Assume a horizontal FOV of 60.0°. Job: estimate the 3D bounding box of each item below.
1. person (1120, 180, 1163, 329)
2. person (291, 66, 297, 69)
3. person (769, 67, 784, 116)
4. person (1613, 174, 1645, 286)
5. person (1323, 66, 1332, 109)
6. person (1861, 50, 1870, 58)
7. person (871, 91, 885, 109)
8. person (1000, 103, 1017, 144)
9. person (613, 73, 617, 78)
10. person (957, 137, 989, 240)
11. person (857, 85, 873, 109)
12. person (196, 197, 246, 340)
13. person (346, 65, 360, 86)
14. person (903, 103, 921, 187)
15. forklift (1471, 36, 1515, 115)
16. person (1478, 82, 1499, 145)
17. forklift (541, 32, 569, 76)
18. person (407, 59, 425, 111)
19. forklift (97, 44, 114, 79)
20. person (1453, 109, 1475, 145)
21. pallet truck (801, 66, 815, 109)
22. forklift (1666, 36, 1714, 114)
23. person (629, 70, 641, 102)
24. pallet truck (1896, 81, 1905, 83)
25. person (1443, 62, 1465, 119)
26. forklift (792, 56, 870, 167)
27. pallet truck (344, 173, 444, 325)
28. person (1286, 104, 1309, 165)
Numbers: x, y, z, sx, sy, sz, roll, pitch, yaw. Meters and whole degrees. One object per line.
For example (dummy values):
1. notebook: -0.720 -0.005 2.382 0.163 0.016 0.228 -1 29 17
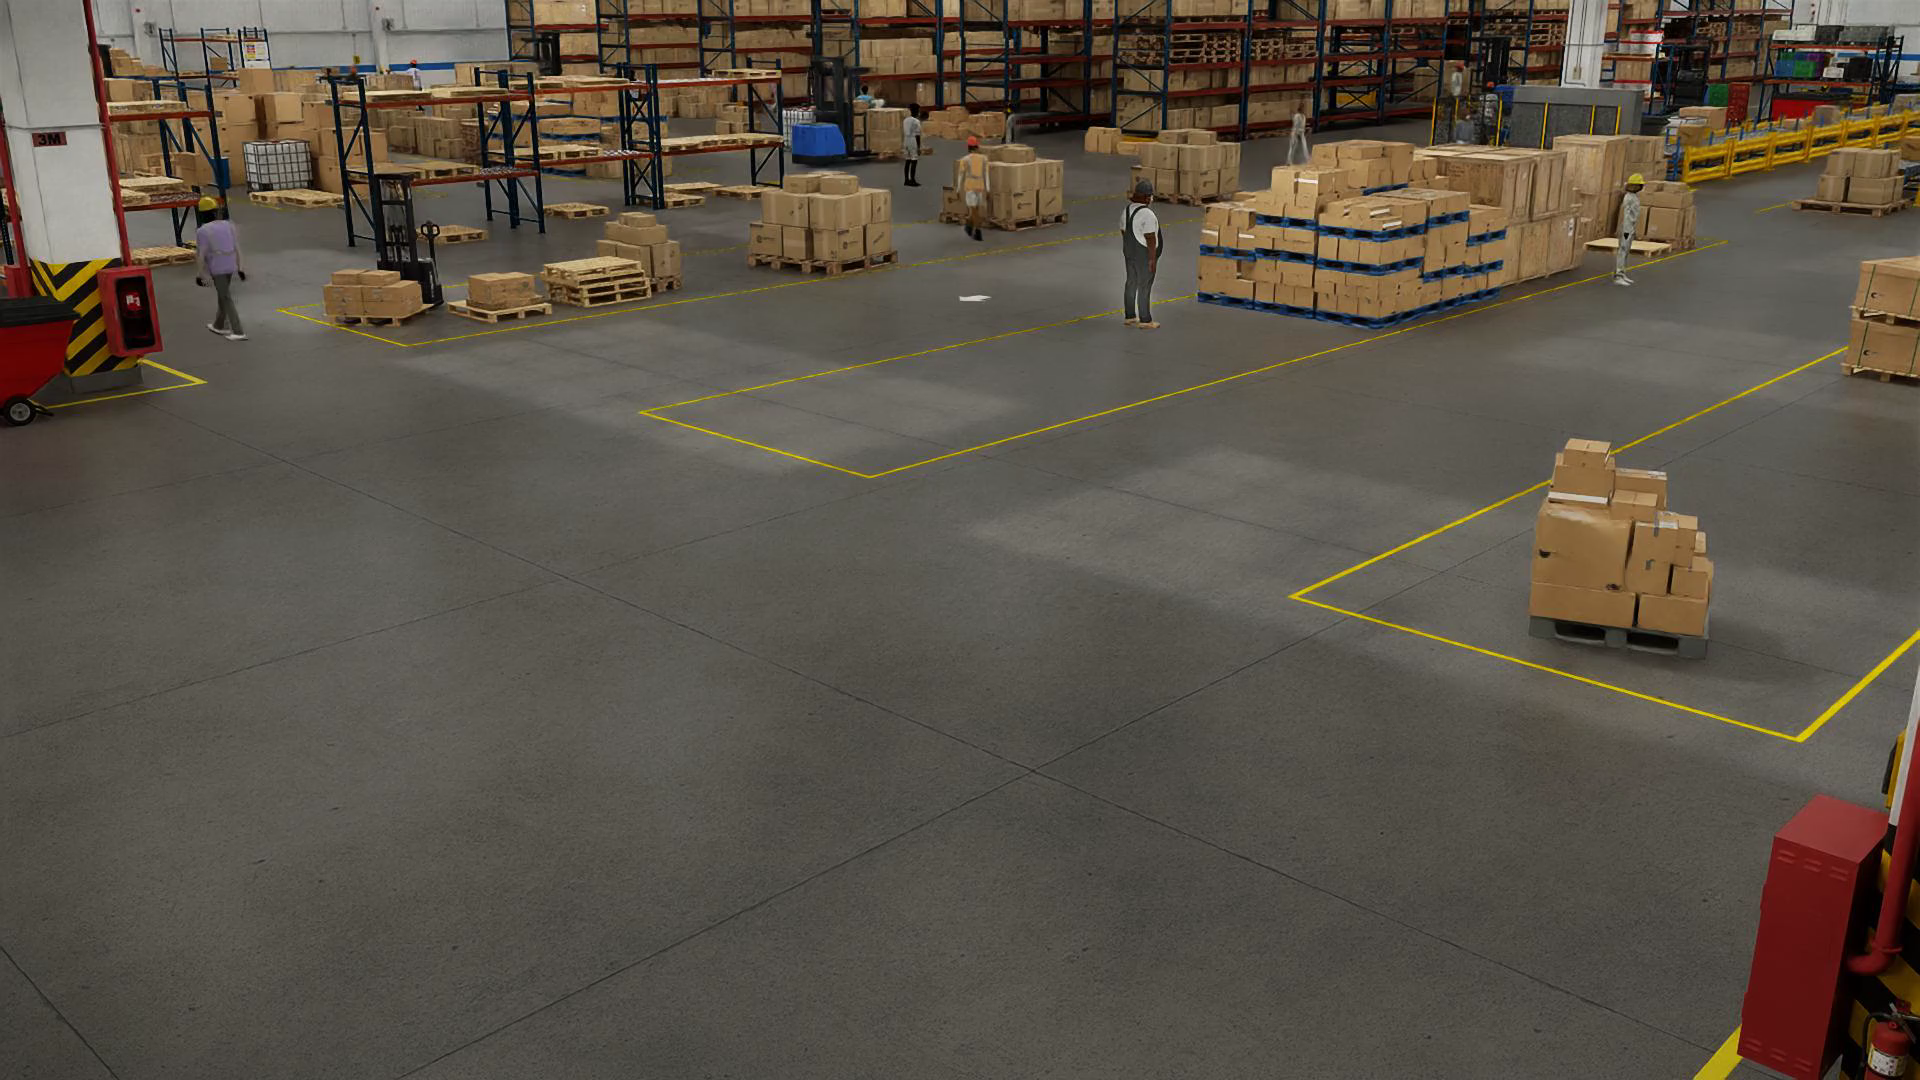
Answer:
1. person: 2.542 -3.958 23.018 0.537 2.000 0.682 -10 21 -28
2. person: -23.748 -15.966 59.420 0.460 1.910 0.639 1 18 3
3. person: -6.610 -16.161 60.121 0.516 1.828 0.630 -13 22 -34
4. person: 10.646 -4.935 26.428 0.297 1.744 0.487 12 22 31
5. person: 13.979 -17.013 62.838 0.536 1.732 0.513 13 23 35
6. person: 44.681 -23.407 82.133 0.588 1.698 0.887 -7 19 -19
7. person: -2.482 -12.621 49.807 0.530 1.604 0.831 -10 21 -27
8. person: 1.170 -9.937 41.395 0.994 1.816 0.510 2 18 6
9. person: -11.029 -14.057 53.616 0.627 1.933 0.377 3 19 10
10. person: 0.229 -6.616 31.276 0.569 1.879 1.010 -7 20 -20
11. person: -2.946 -13.241 51.563 0.527 1.668 0.811 -6 19 -18
12. person: -9.985 -3.626 22.252 0.902 1.885 0.622 8 20 22
13. person: -21.192 -15.593 58.177 0.759 1.975 0.632 9 20 26
14. person: -1.117 -9.355 39.429 0.391 1.948 0.605 -13 22 -34
15. forklift: 19.973 -17.201 61.605 1.873 2.768 1.129 16 24 40
16. person: 15.741 -12.664 49.513 0.553 1.877 1.024 15 23 37
17. forklift: -16.572 -19.228 67.712 1.129 2.768 1.873 17 25 41
18. person: -20.910 -17.459 63.871 0.542 1.929 0.373 5 19 16
19. forklift: -27.144 -14.333 52.966 1.873 2.768 1.129 -4 19 -12
20. person: 12.741 -10.020 41.932 0.514 1.608 0.667 -3 19 -10
21. pallet truck: -4.812 -15.182 56.903 0.823 1.965 1.885 -9 21 -26
22. forklift: 27.341 -17.291 61.877 1.129 2.768 1.873 17 25 41
23. person: -11.032 -14.877 56.119 0.590 1.913 0.399 -9 20 -25
24. pallet truck: 34.802 -16.331 61.455 0.653 1.274 1.630 17 25 41
25. person: 17.801 -16.148 59.777 0.611 2.029 0.618 14 23 37
26. forklift: -3.484 -11.404 44.139 1.129 2.768 1.873 17 25 41
27. pallet truck: -8.209 -4.181 23.757 0.823 1.965 1.885 3 19 9
28. person: 9.041 -10.718 44.085 0.511 1.593 0.868 -15 24 -38
